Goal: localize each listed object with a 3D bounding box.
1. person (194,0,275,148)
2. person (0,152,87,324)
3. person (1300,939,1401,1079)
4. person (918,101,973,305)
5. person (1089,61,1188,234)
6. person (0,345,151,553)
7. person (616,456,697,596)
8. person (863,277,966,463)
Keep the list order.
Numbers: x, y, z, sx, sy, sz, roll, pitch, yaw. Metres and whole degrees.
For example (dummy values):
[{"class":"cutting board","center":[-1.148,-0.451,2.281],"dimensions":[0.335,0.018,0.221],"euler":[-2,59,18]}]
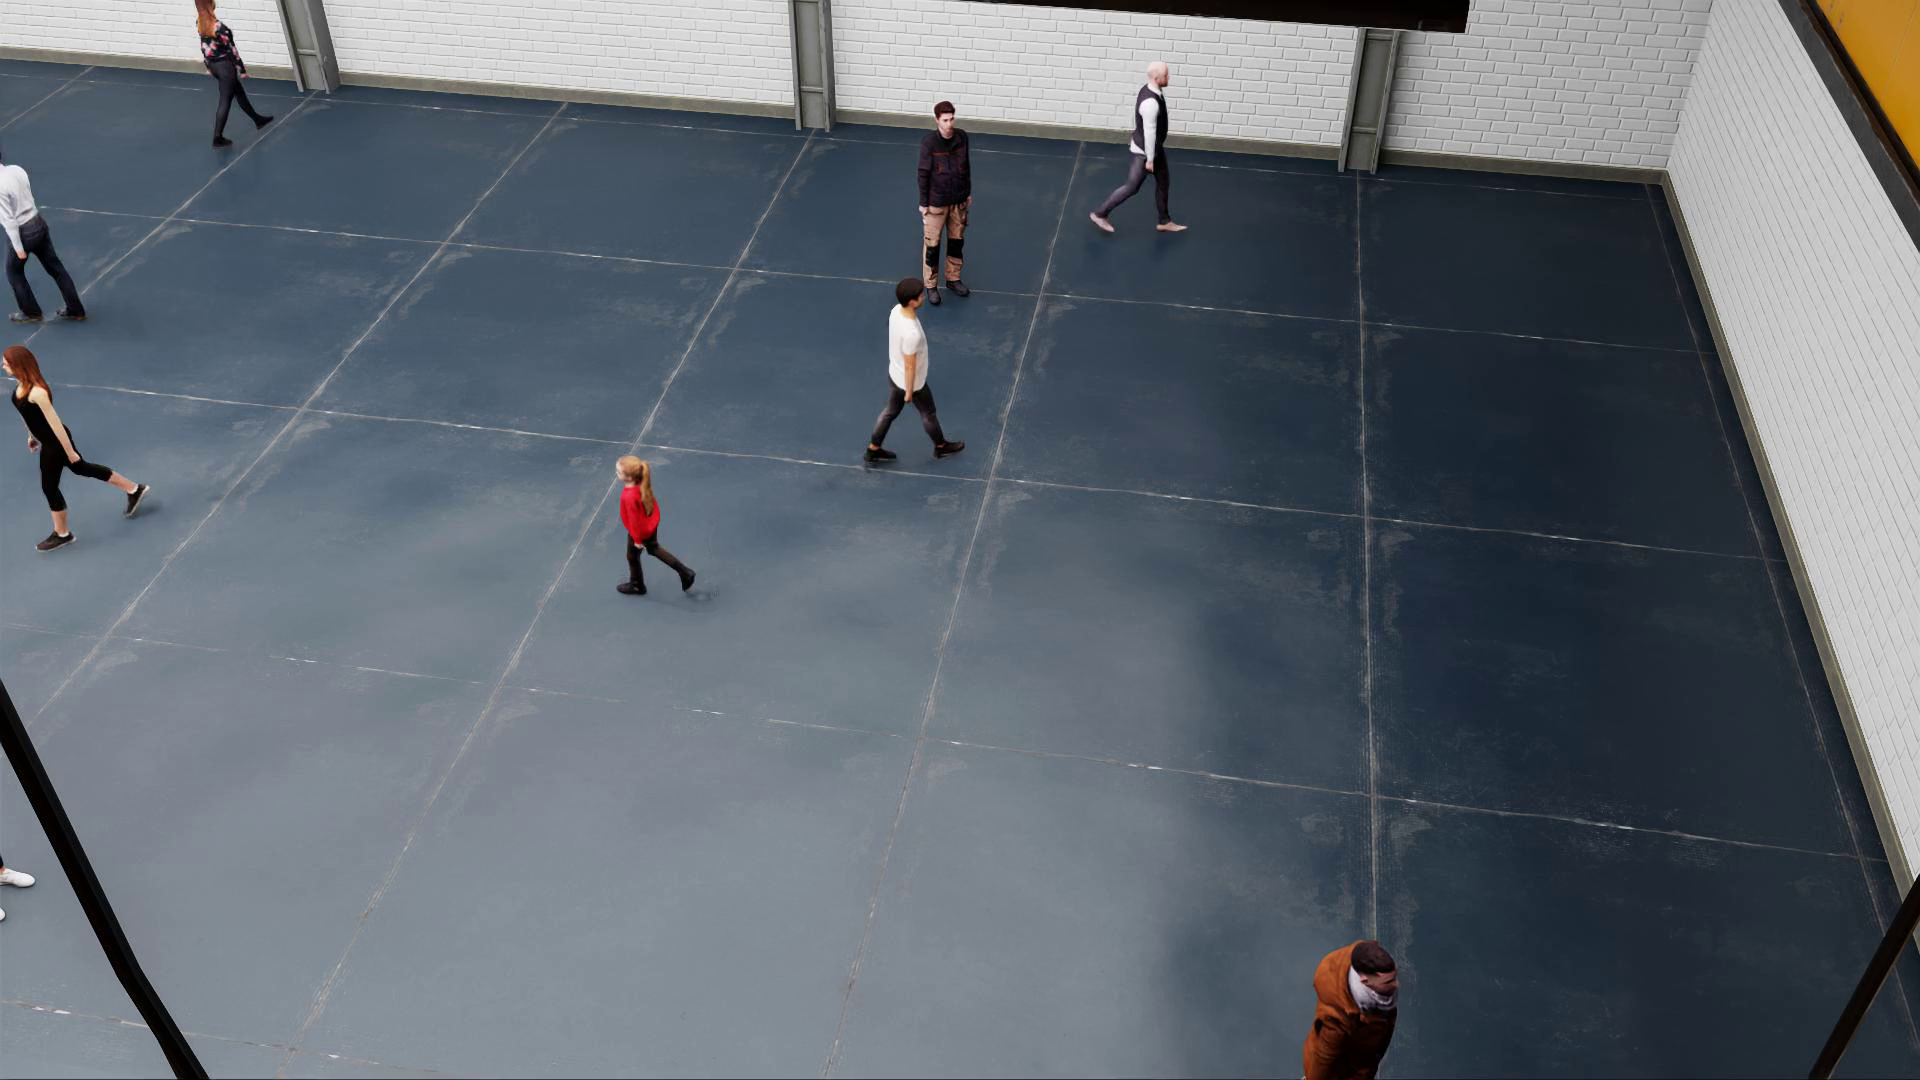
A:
[{"class":"person","center":[-7.968,-5.021,17.868],"dimensions":[1.108,1.640,0.930],"euler":[21,43,24]},{"class":"person","center":[-8.271,-2.735,14.884],"dimensions":[0.905,1.791,0.708],"euler":[5,39,6]},{"class":"person","center":[1.789,2.568,8.243],"dimensions":[1.127,1.794,0.854],"euler":[14,41,16]},{"class":"person","center":[-0.126,-3.115,15.254],"dimensions":[0.758,1.925,0.851],"euler":[-18,42,-22]},{"class":"person","center":[1.725,-3.760,16.175],"dimensions":[1.228,1.782,0.742],"euler":[4,39,5]},{"class":"person","center":[-6.695,-0.754,12.483],"dimensions":[1.123,1.693,1.077],"euler":[-24,45,-27]},{"class":"person","center":[-2.237,-0.089,11.994],"dimensions":[0.833,1.264,0.520],"euler":[8,39,10]},{"class":"person","center":[-0.490,-1.305,13.182],"dimensions":[1.165,1.682,0.978],"euler":[-13,41,-16]}]
